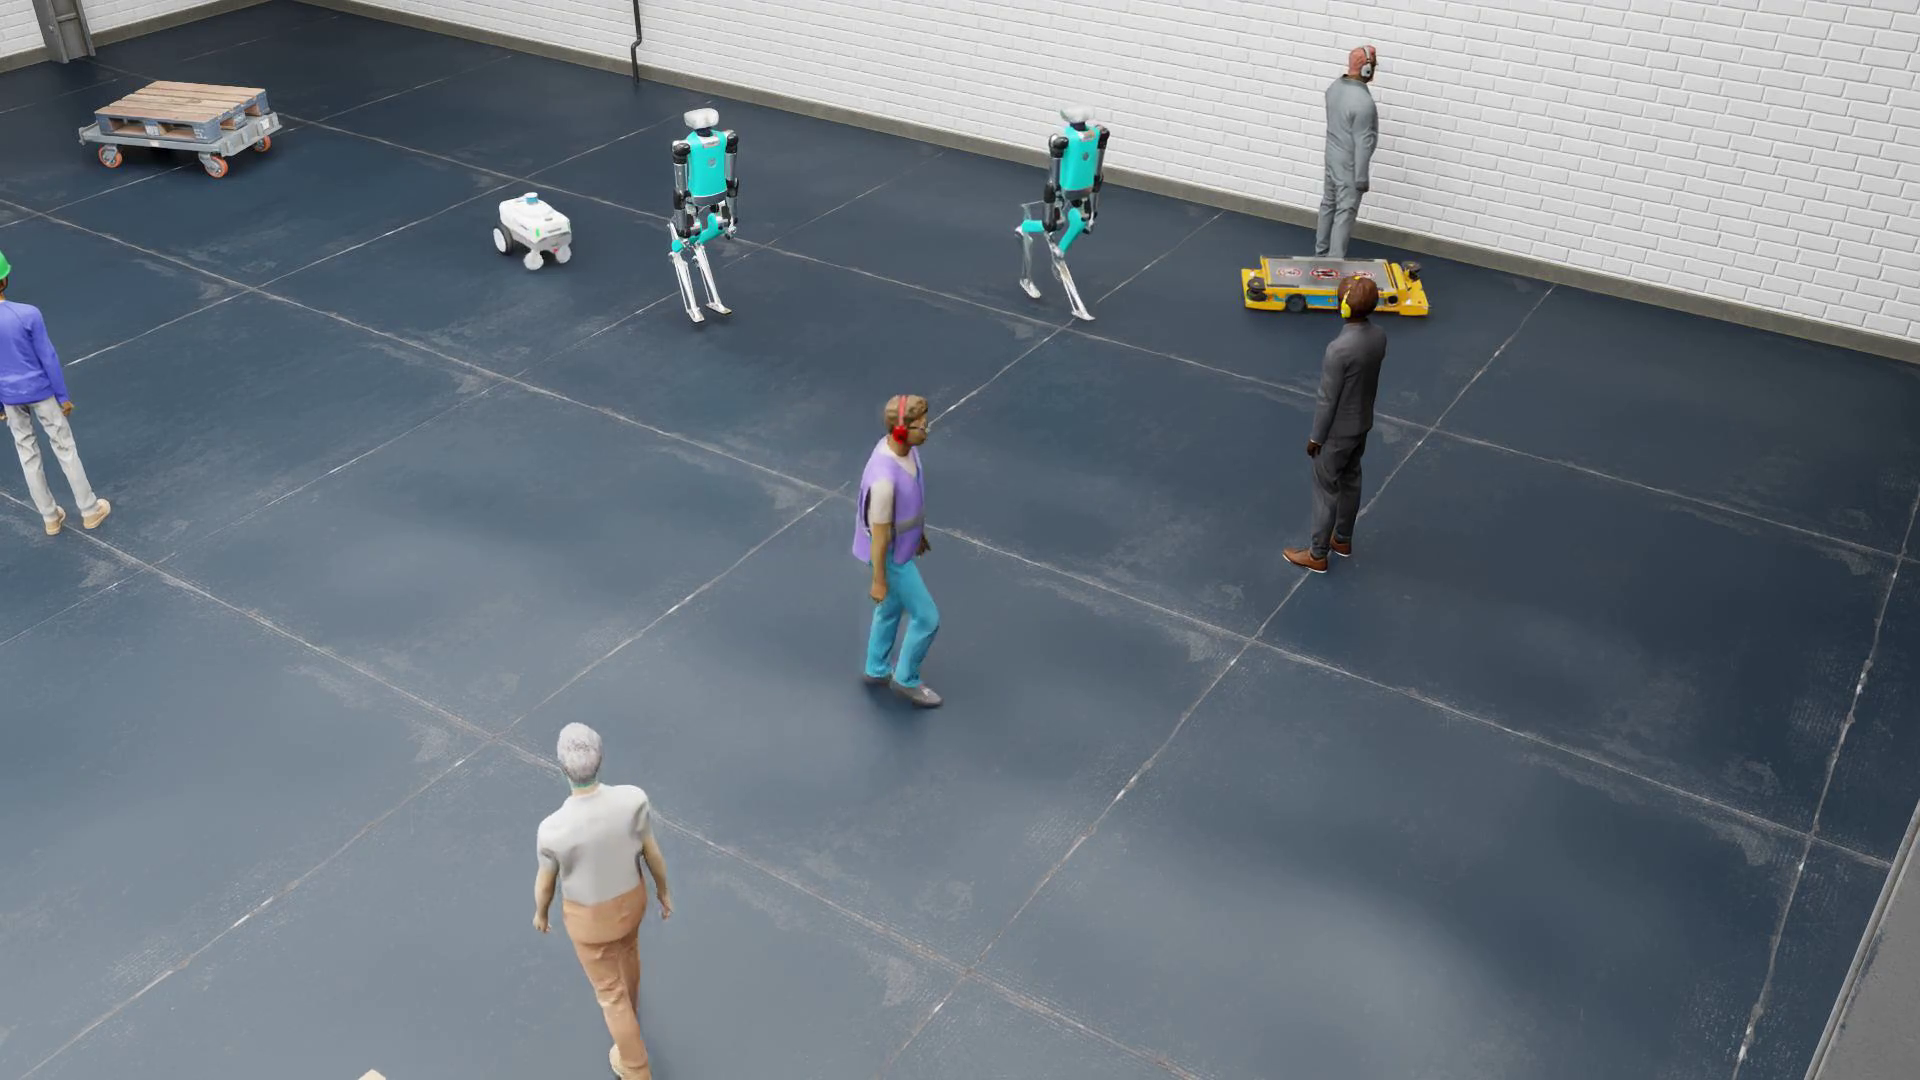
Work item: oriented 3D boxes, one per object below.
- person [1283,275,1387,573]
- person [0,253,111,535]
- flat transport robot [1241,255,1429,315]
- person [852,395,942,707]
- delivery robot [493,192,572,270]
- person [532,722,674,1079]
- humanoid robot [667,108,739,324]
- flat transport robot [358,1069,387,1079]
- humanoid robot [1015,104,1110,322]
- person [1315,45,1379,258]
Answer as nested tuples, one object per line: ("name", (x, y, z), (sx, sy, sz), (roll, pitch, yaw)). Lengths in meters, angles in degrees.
("person", (2.252, -0.679, 9.838), (0.485, 1.869, 0.360), (-28, 42, -36))
("person", (-5.697, -0.894, 10.167), (0.460, 1.873, 0.360), (-7, 33, -11))
("flat transport robot", (3.021, -2.057, 13.457), (1.431, 0.231, 0.659), (3, 33, 4))
("person", (-0.273, 0.070, 8.708), (0.613, 1.821, 0.595), (4, 33, 6))
("delivery robot", (-3.618, -2.659, 14.133), (0.501, 0.600, 0.771), (-24, 40, -33))
("person", (-1.460, 1.424, 6.699), (0.495, 1.710, 0.748), (-23, 39, -31))
("humanoid robot", (-2.020, -2.520, 12.696), (0.533, 1.677, 0.735), (-21, 38, -29))
("flat transport robot", (-2.035, 2.859, 5.808), (0.659, 0.231, 1.431), (22, 39, 31))
("humanoid robot", (0.736, -2.590, 12.963), (0.543, 1.751, 1.043), (-21, 38, -29))
("person", (3.161, -3.057, 13.512), (0.403, 1.901, 0.645), (-7, 33, -11))
